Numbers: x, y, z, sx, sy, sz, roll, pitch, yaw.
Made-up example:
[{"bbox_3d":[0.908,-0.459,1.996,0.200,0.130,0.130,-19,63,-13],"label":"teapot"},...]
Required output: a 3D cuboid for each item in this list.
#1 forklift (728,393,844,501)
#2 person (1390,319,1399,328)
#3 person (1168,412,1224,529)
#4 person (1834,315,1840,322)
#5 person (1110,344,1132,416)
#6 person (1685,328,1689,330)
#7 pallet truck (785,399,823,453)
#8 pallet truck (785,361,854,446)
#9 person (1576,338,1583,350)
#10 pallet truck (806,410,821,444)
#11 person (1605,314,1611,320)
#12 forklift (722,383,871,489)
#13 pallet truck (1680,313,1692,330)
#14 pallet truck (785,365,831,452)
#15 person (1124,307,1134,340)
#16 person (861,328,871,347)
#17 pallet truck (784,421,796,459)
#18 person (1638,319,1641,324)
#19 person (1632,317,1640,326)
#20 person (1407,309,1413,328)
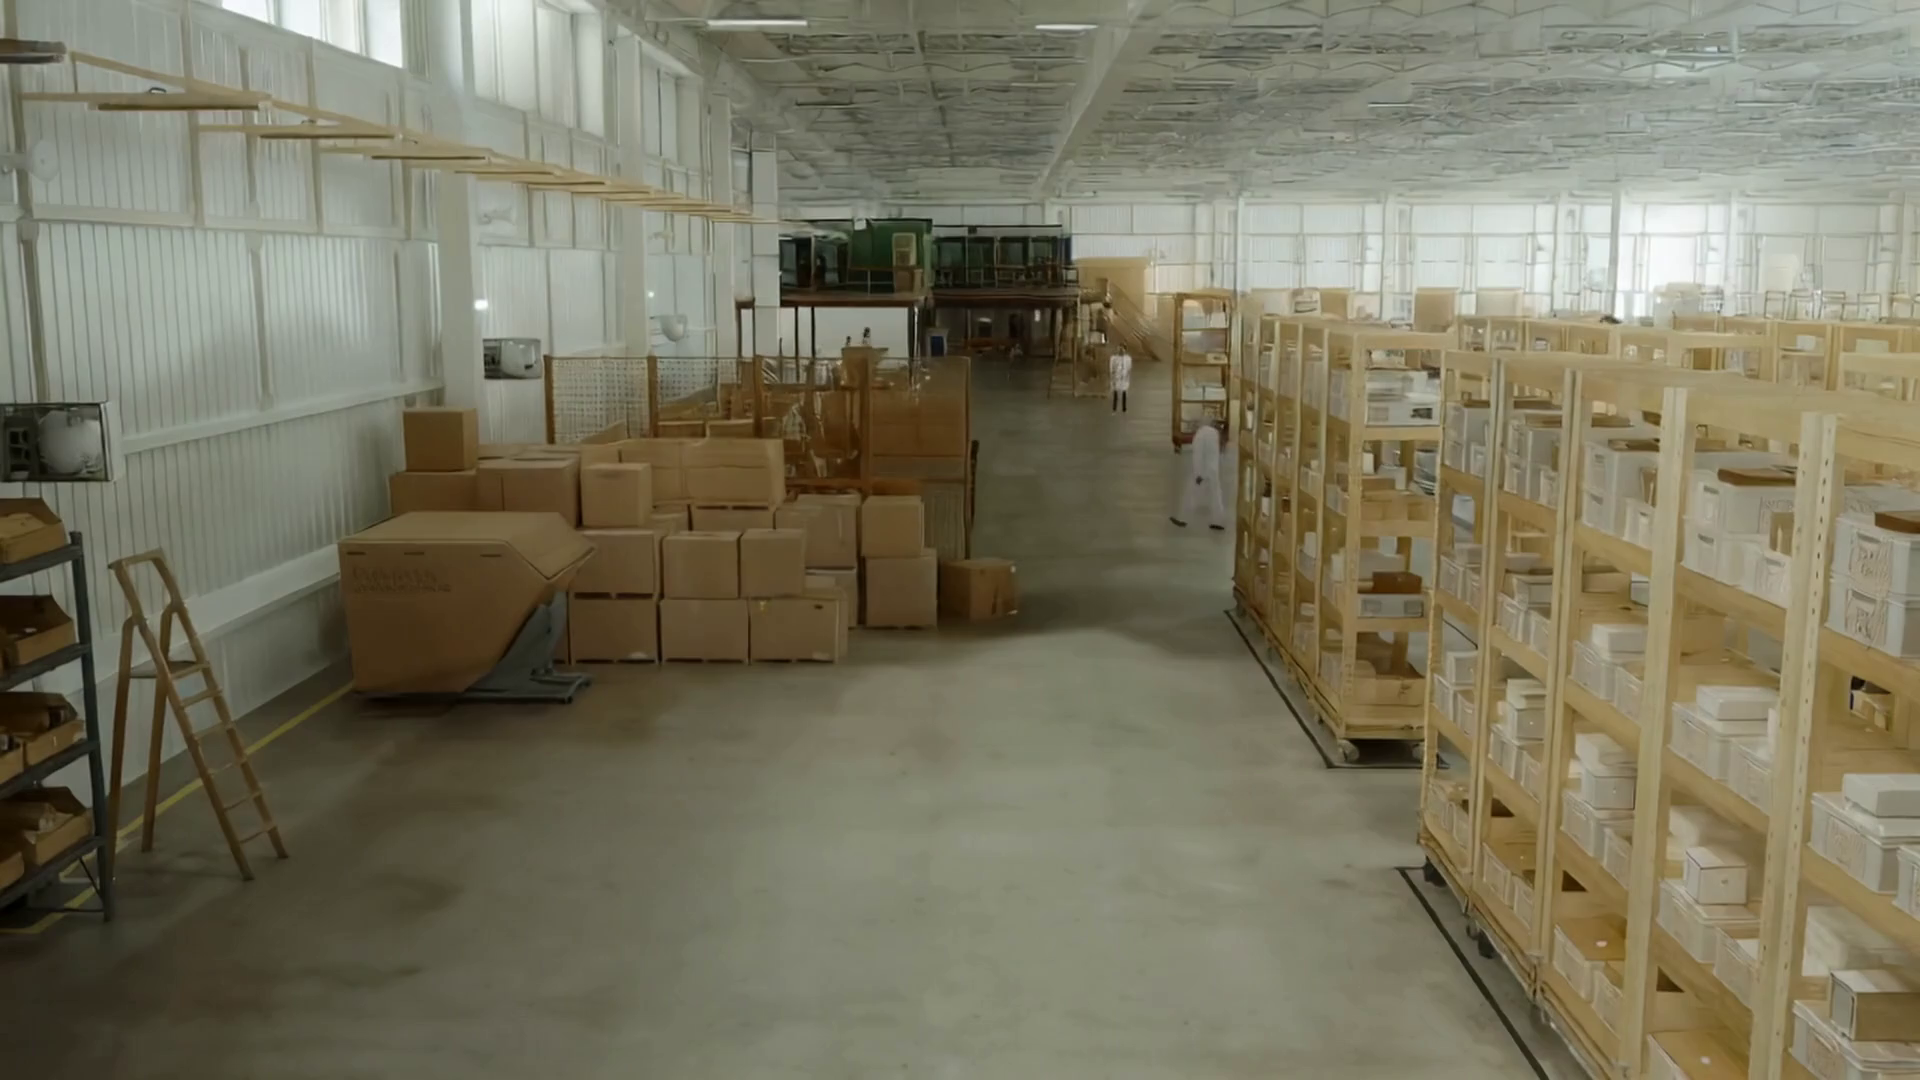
[{"bbox_3d":[-2.979,-1.316,26.476,2.680,1.987,1.157,0,9,1],"label":"forklift"},{"bbox_3d":[19.885,-9.126,75.827,0.770,1.910,0.585,-5,11,-29],"label":"person"},{"bbox_3d":[3.842,-1.112,26.584,0.664,1.857,0.993,-8,12,-40],"label":"person"},{"bbox_3d":[43.432,-10.192,82.467,0.571,1.892,0.705,4,10,23],"label":"person"},{"bbox_3d":[4.560,-4.546,47.174,0.605,2.045,0.378,2,9,11],"label":"person"},{"bbox_3d":[26.657,-6.788,61.150,0.375,1.997,0.609,-4,10,-25],"label":"person"},{"bbox_3d":[-3.814,-2.432,36.419,1.630,1.274,0.653,0,9,1],"label":"pallet truck"},{"bbox_3d":[-3.410,-3.193,38.978,1.885,1.965,0.823,0,9,-1],"label":"pallet truck"},{"bbox_3d":[24.813,-7.808,67.310,0.688,2.000,0.539,2,9,12],"label":"person"},{"bbox_3d":[-3.559,-2.018,33.905,1.522,1.261,0.704,0,9,-1],"label":"pallet truck"},{"bbox_3d":[34.209,-11.048,87.950,0.451,1.825,0.657,7,11,35],"label":"person"},{"bbox_3d":[-2.893,-1.687,28.729,2.680,1.987,1.157,0,9,-1],"label":"forklift"},{"bbox_3d":[36.315,-10.531,84.244,0.823,1.965,1.885,-6,11,-33],"label":"pallet truck"},{"bbox_3d":[-3.774,-2.976,37.635,1.885,1.965,0.823,1,9,5],"label":"pallet truck"},{"bbox_3d":[9.960,-12.746,98.055,0.605,1.948,0.391,-4,10,-22],"label":"person"},{"bbox_3d":[-3.779,-7.389,65.323,0.824,1.860,0.587,-6,11,-34],"label":"person"},{"bbox_3d":[-4.013,-1.793,32.705,1.601,1.201,0.680,0,9,1],"label":"pallet truck"},{"bbox_3d":[34.279,-10.337,84.080,0.847,1.663,0.531,-8,13,-42],"label":"person"},{"bbox_3d":[31.741,-9.503,78.142,0.593,1.922,0.400,0,9,0],"label":"person"},{"bbox_3d":[25.600,-12.180,94.667,0.398,1.919,0.587,6,11,32],"label":"person"}]
